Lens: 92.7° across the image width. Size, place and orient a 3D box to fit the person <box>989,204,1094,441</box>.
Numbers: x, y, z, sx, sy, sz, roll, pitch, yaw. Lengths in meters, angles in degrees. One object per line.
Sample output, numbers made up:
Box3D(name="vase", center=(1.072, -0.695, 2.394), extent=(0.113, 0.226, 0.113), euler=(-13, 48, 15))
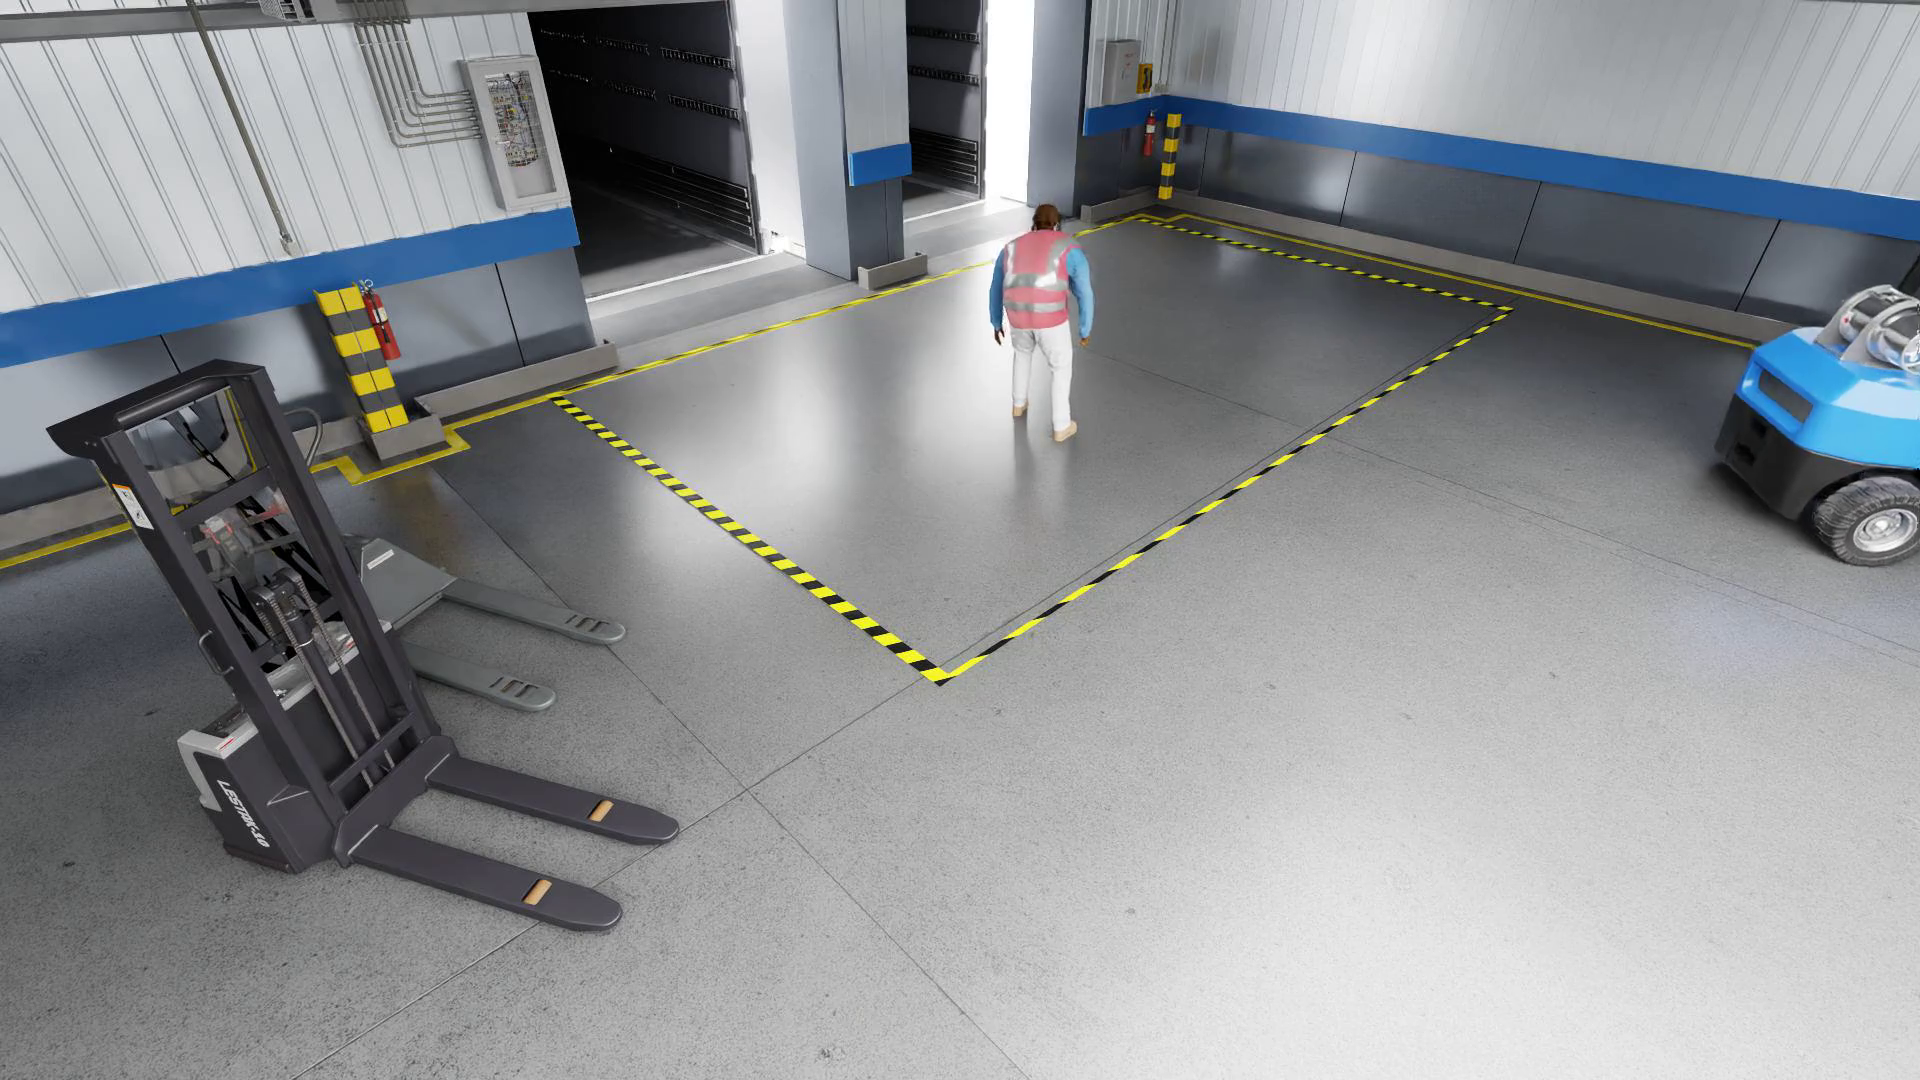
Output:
Box3D(name="person", center=(0.597, -1.621, 6.785), extent=(0.817, 1.538, 0.785), euler=(17, 38, 23))

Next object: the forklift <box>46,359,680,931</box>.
Box3D(name="forklift", center=(-2.135, 0.422, 3.354), extent=(1.885, 1.965, 0.823), euler=(10, 35, 14))

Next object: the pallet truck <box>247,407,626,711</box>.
Box3D(name="pallet truck", center=(-2.628, 0.038, 4.590), extent=(1.601, 1.201, 0.680), euler=(12, 36, 18))

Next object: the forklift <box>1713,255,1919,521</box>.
Box3D(name="forklift", center=(6.350, -1.076, 5.240), extent=(2.680, 2.036, 1.157), euler=(6, 35, 9))
